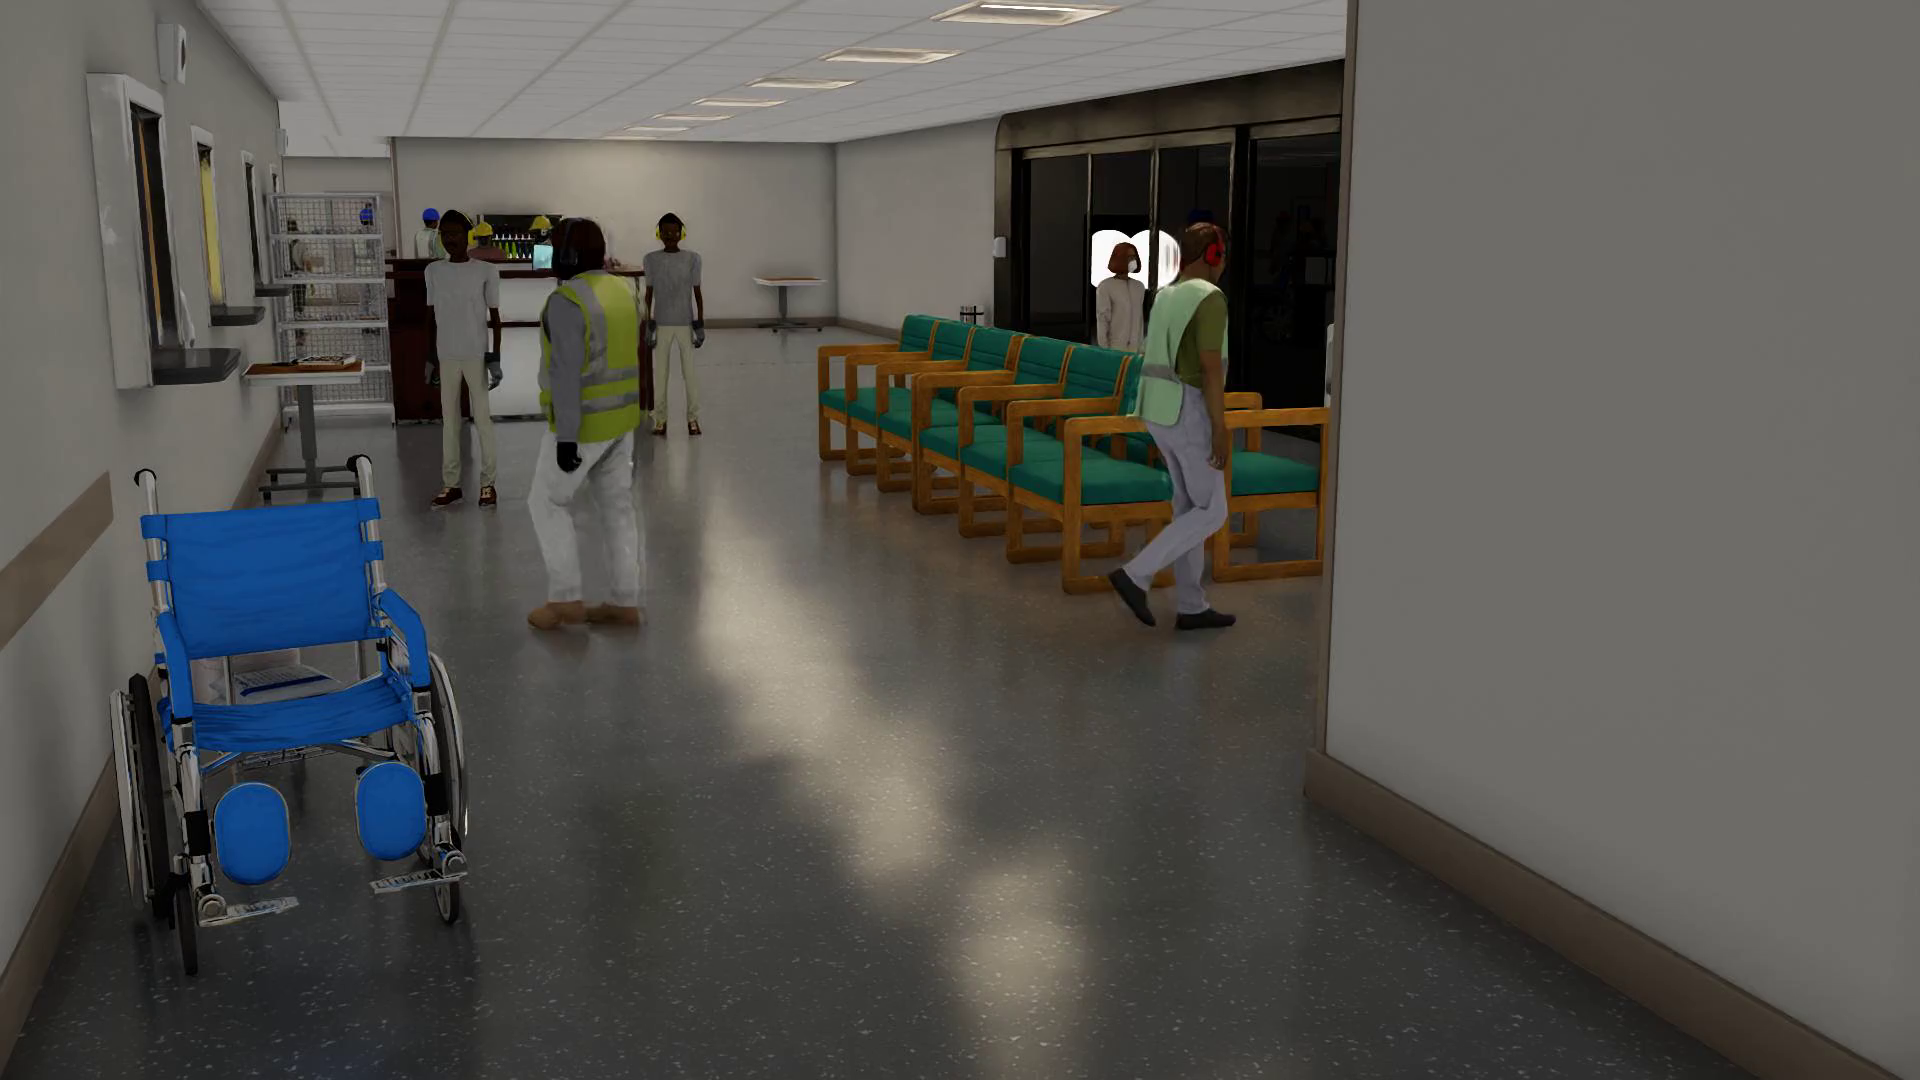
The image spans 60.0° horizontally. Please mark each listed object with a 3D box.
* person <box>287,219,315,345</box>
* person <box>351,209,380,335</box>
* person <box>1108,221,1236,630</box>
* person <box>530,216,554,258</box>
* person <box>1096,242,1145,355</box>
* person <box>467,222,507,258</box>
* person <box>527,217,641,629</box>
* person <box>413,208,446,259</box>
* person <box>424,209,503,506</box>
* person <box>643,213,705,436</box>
[{"bbox_3d":[-9.552,-3.693,23.866,0.533,1.786,0.929,0,11,-1],"label":"person"},{"bbox_3d":[-9.129,-4.144,25.744,0.604,1.949,0.384,6,13,28],"label":"person"},{"bbox_3d":[0.959,-0.484,7.314,0.564,1.806,0.662,-3,11,-14],"label":"person"},{"bbox_3d":[-5.465,-3.349,21.965,0.404,1.829,0.600,-5,12,-23],"label":"person"},{"bbox_3d":[1.249,-1.470,12.829,0.497,1.636,0.285,-10,15,-40],"label":"person"},{"bbox_3d":[-5.991,-3.141,21.103,0.521,1.758,0.349,0,11,-2],"label":"person"},{"bbox_3d":[-1.719,-0.504,7.392,0.617,1.823,0.638,4,12,19],"label":"person"},{"bbox_3d":[-7.865,-3.964,24.822,0.615,1.947,0.388,7,13,32],"label":"person"},{"bbox_3d":[-3.155,-1.142,10.539,0.507,1.872,0.329,0,11,2],"label":"person"},{"bbox_3d":[-2.392,-1.794,13.937,0.506,1.861,0.329,-1,11,-4],"label":"person"}]
